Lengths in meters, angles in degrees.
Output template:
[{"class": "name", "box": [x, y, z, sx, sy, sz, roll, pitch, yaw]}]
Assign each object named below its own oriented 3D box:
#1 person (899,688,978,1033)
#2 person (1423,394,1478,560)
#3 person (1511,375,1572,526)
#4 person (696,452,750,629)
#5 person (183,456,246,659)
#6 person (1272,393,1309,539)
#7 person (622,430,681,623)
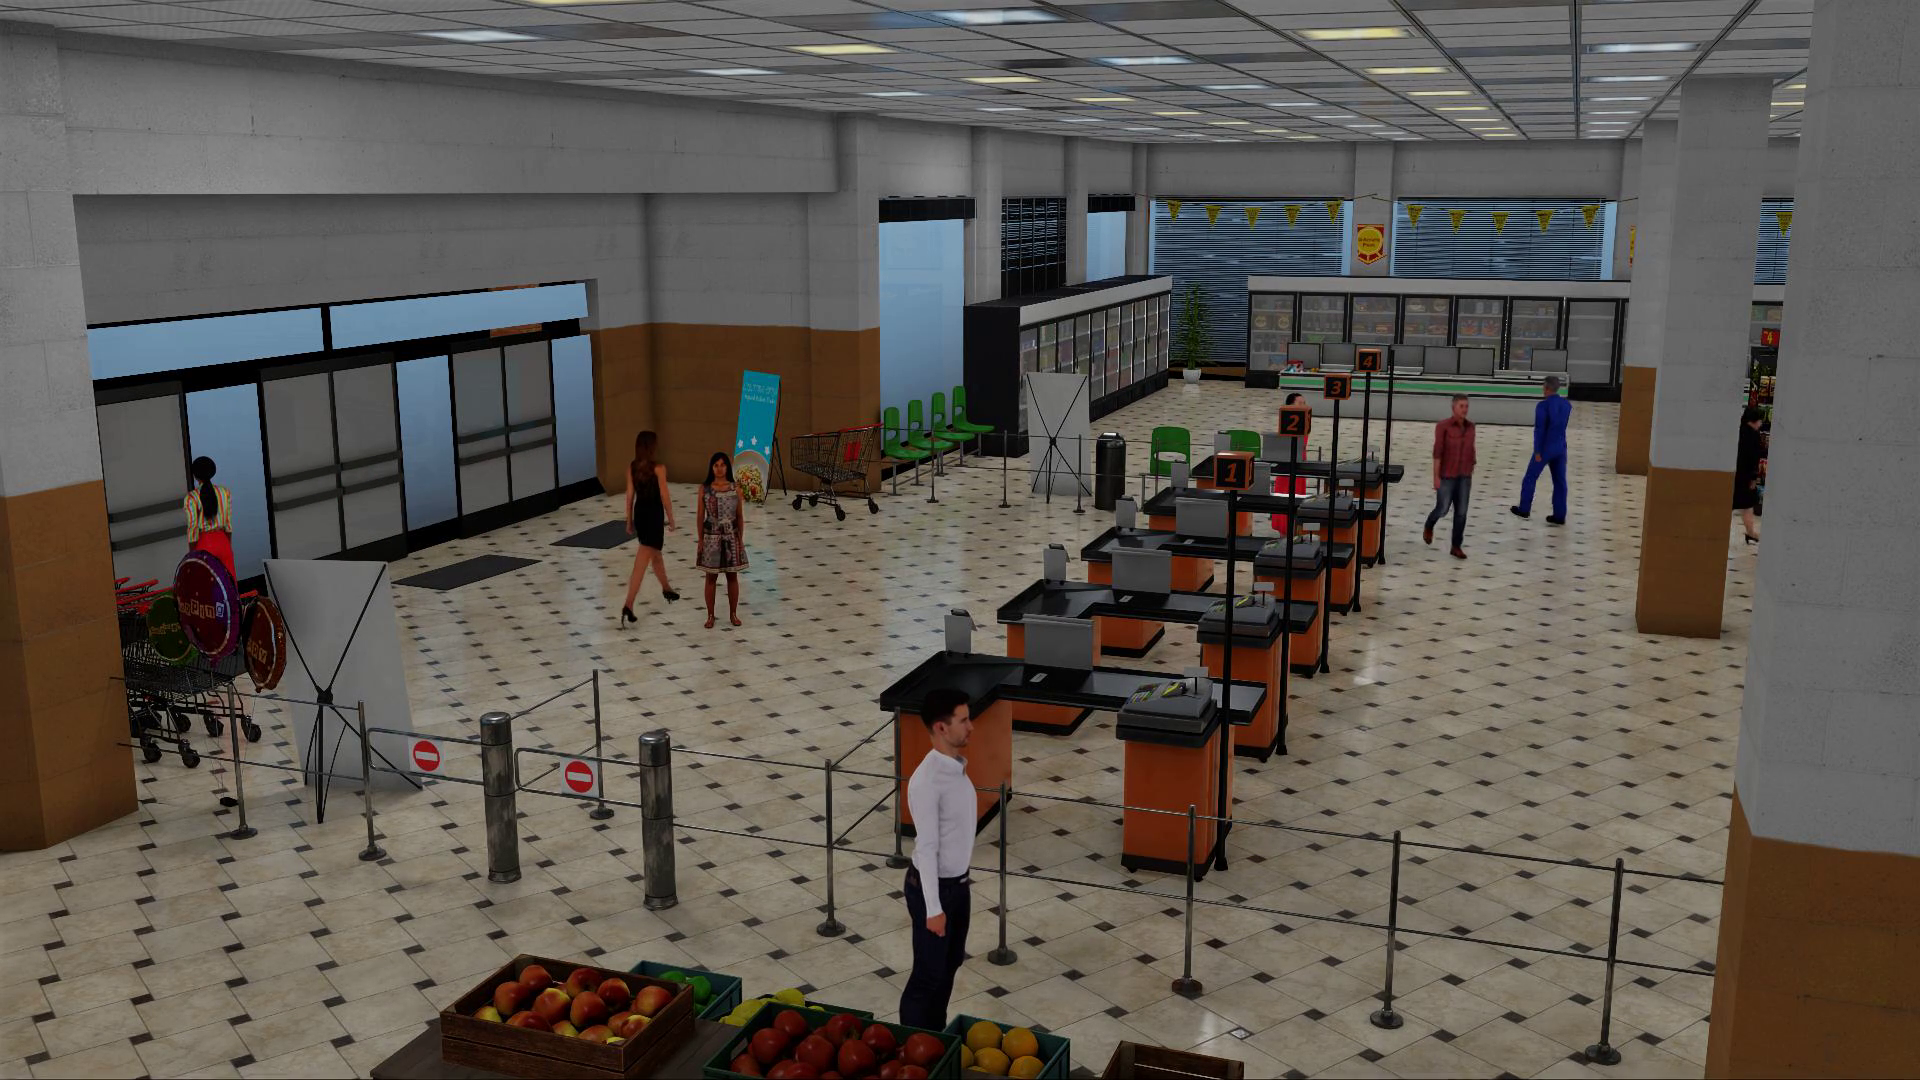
[{"class": "person", "box": [-0.100, 1.570, 7.574, 0.550, 1.860, 0.604, 5, 13, 21]}, {"class": "person", "box": [5.478, -0.730, 18.603, 1.023, 1.817, 1.030, -3, 12, -12]}, {"class": "person", "box": [7.278, -1.075, 20.292, 1.081, 1.797, 1.111, -5, 13, -21]}, {"class": "person", "box": [-2.241, -0.012, 15.610, 0.679, 1.645, 0.783, -3, 12, -15]}, {"class": "person", "box": [-6.507, 0.153, 14.466, 0.616, 1.793, 0.647, 9, 15, 35]}, {"class": "person", "box": [3.891, -0.863, 19.453, 0.715, 1.727, 0.738, -9, 15, -37]}, {"class": "person", "box": [-2.967, -0.071, 15.595, 1.134, 1.767, 0.703, 5, 13, 24]}]
